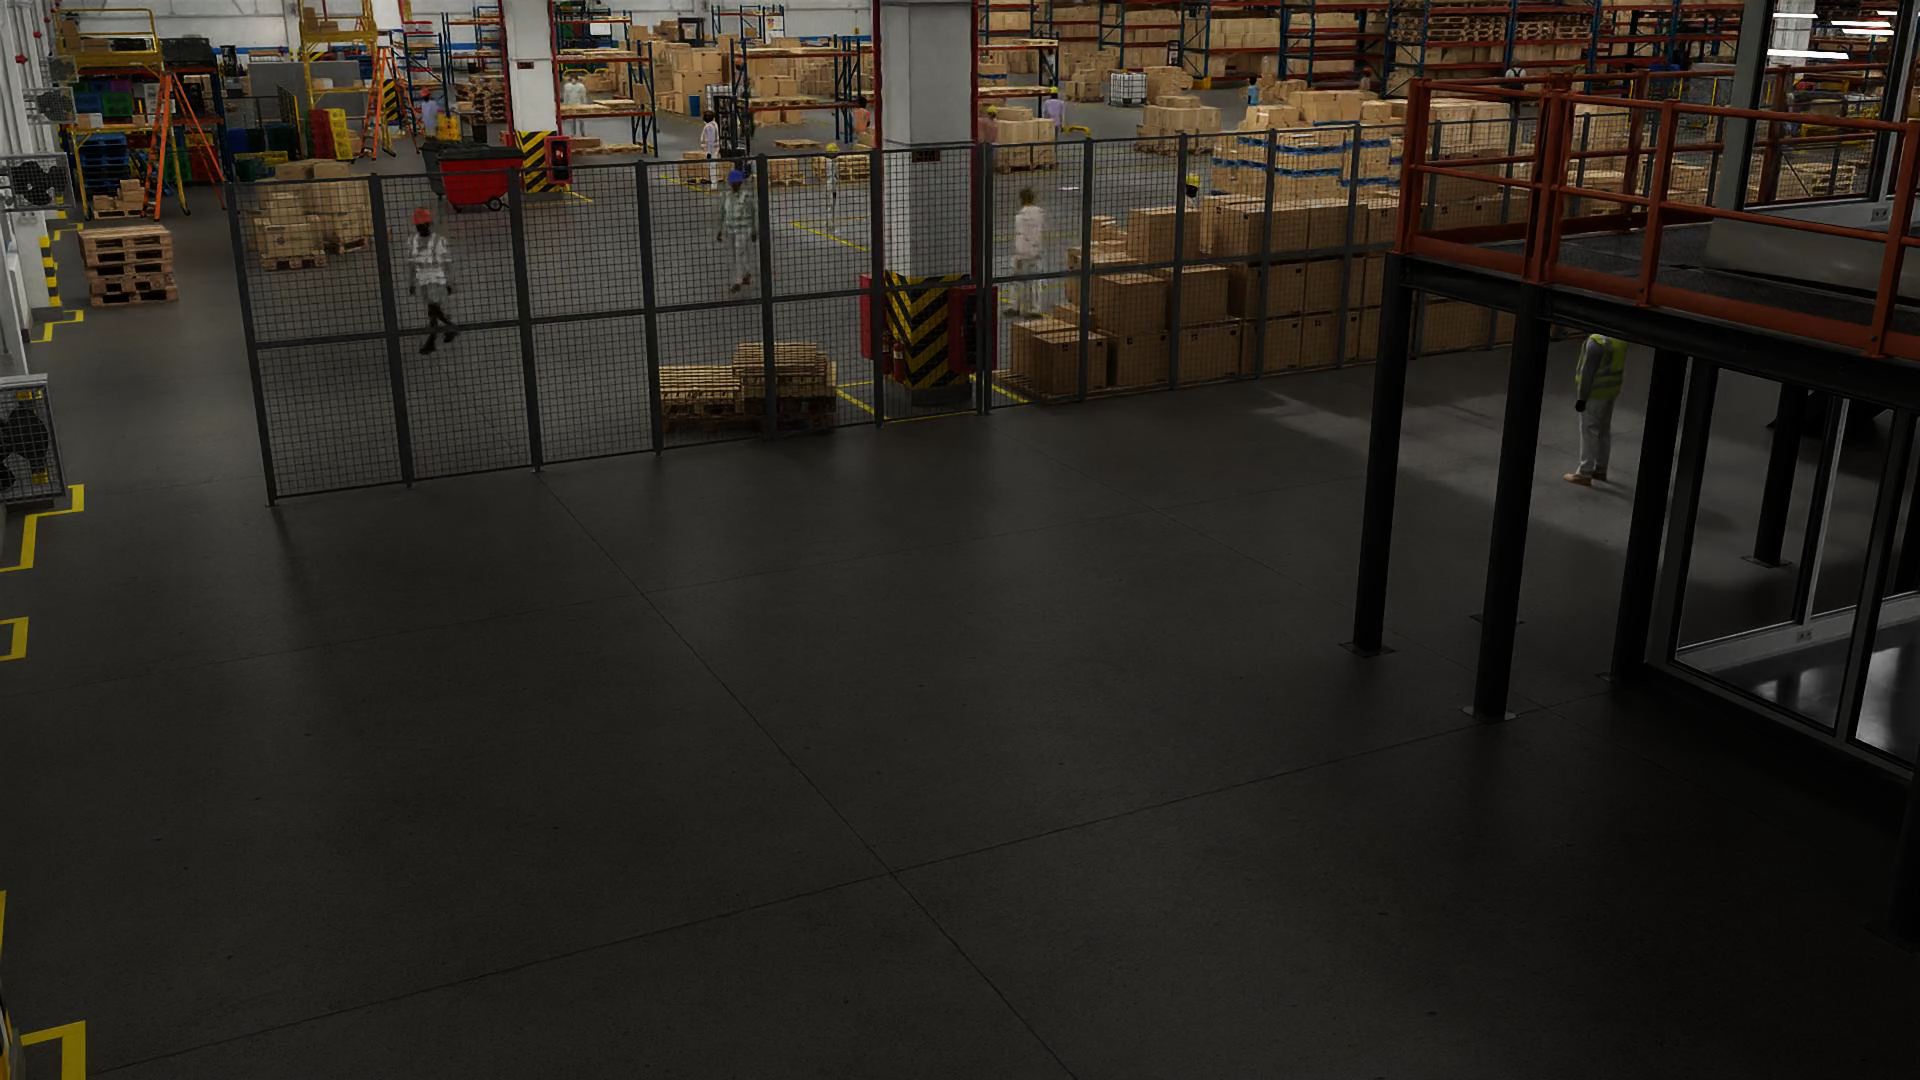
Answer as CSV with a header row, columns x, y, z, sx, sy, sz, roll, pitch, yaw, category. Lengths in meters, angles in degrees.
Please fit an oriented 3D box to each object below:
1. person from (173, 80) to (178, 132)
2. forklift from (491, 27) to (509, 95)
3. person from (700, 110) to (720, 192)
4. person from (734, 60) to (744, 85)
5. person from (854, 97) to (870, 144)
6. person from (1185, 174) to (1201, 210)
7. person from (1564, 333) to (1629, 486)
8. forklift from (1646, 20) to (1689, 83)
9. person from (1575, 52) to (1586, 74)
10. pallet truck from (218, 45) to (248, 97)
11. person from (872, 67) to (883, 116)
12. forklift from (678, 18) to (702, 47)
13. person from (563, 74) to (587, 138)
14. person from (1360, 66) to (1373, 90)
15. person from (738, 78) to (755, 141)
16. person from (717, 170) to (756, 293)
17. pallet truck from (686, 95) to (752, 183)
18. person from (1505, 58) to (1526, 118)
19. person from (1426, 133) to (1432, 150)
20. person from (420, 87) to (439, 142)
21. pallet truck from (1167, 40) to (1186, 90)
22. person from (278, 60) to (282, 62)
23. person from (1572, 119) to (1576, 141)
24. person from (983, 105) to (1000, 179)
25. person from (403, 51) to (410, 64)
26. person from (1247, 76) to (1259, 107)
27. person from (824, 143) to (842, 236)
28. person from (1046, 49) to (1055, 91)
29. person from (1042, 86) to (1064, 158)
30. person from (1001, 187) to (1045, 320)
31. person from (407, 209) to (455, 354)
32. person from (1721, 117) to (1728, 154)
x,y,z,sx,sy,sz,roll,pitch,yaw,category
-24.424,-13.457,51.569,0.515,1.634,0.313,13,23,33,person
-16.444,-17.495,61.385,1.873,2.768,1.129,-13,23,-33,forklift
-5.699,-8.877,37.973,0.429,1.845,0.622,-1,19,-2,person
-7.479,-15.461,56.940,0.630,1.918,0.565,-7,20,-20,person
-2.551,-10.725,43.549,0.563,1.693,0.323,16,25,39,person
3.516,-4.685,25.703,0.382,1.920,0.585,5,20,14,person
6.309,-1.456,16.481,0.619,1.836,0.431,-17,25,-40,person
29.394,-19.979,68.586,1.873,2.768,1.129,-9,21,-25,forklift
24.703,-18.514,66.124,0.537,1.695,0.321,14,23,34,person
-28.879,-18.665,66.111,0.823,1.965,1.885,-3,19,-9,pallet truck
-2.782,-15.669,57.544,0.386,1.918,0.590,-12,22,-30,person
-11.690,-21.268,72.321,1.129,2.768,1.873,1,19,3,forklift
-11.489,-12.924,49.635,0.713,1.924,0.548,-2,19,-5,person
12.924,-14.235,53.395,0.636,1.917,0.548,9,21,25,person
-6.352,-12.727,49.172,0.564,1.810,0.843,7,20,19,person
-3.530,-4.941,26.474,0.601,1.912,0.954,6,20,16,person
-5.836,-9.608,39.856,0.823,1.965,1.885,10,22,27,pallet truck
18.588,-15.141,55.830,0.688,2.000,0.536,1,19,3,person
8.790,-6.896,32.022,0.635,1.976,0.541,16,24,38,person
-14.020,-11.062,44.203,0.543,1.914,0.609,13,23,33,person
9.045,-19.971,69.895,0.823,1.965,1.885,-3,19,-8,pallet truck
-22.873,-15.222,56.241,0.622,1.932,0.368,-8,21,-22,person
13.895,-9.111,38.357,0.394,2.037,0.605,-2,19,-7,person
0.734,-9.627,40.274,0.523,1.758,0.413,-16,24,-38,person
-22.399,-18.894,66.978,0.613,1.856,0.803,-3,19,-8,person
9.150,-13.621,51.960,0.322,1.687,0.541,15,24,37,person
-2.435,-6.714,31.850,0.296,1.744,0.484,-4,19,-12,person
3.578,-18.714,66.382,0.376,1.930,0.775,-6,20,-17,person
2.491,-11.144,44.459,0.594,1.901,0.748,-3,19,-10,person
0.897,-4.176,24.227,0.769,1.913,0.662,15,24,37,person
-7.094,-3.512,22.348,0.556,1.902,0.946,5,20,13,person
20.904,-11.324,45.054,0.563,1.844,0.750,-7,20,-20,person
